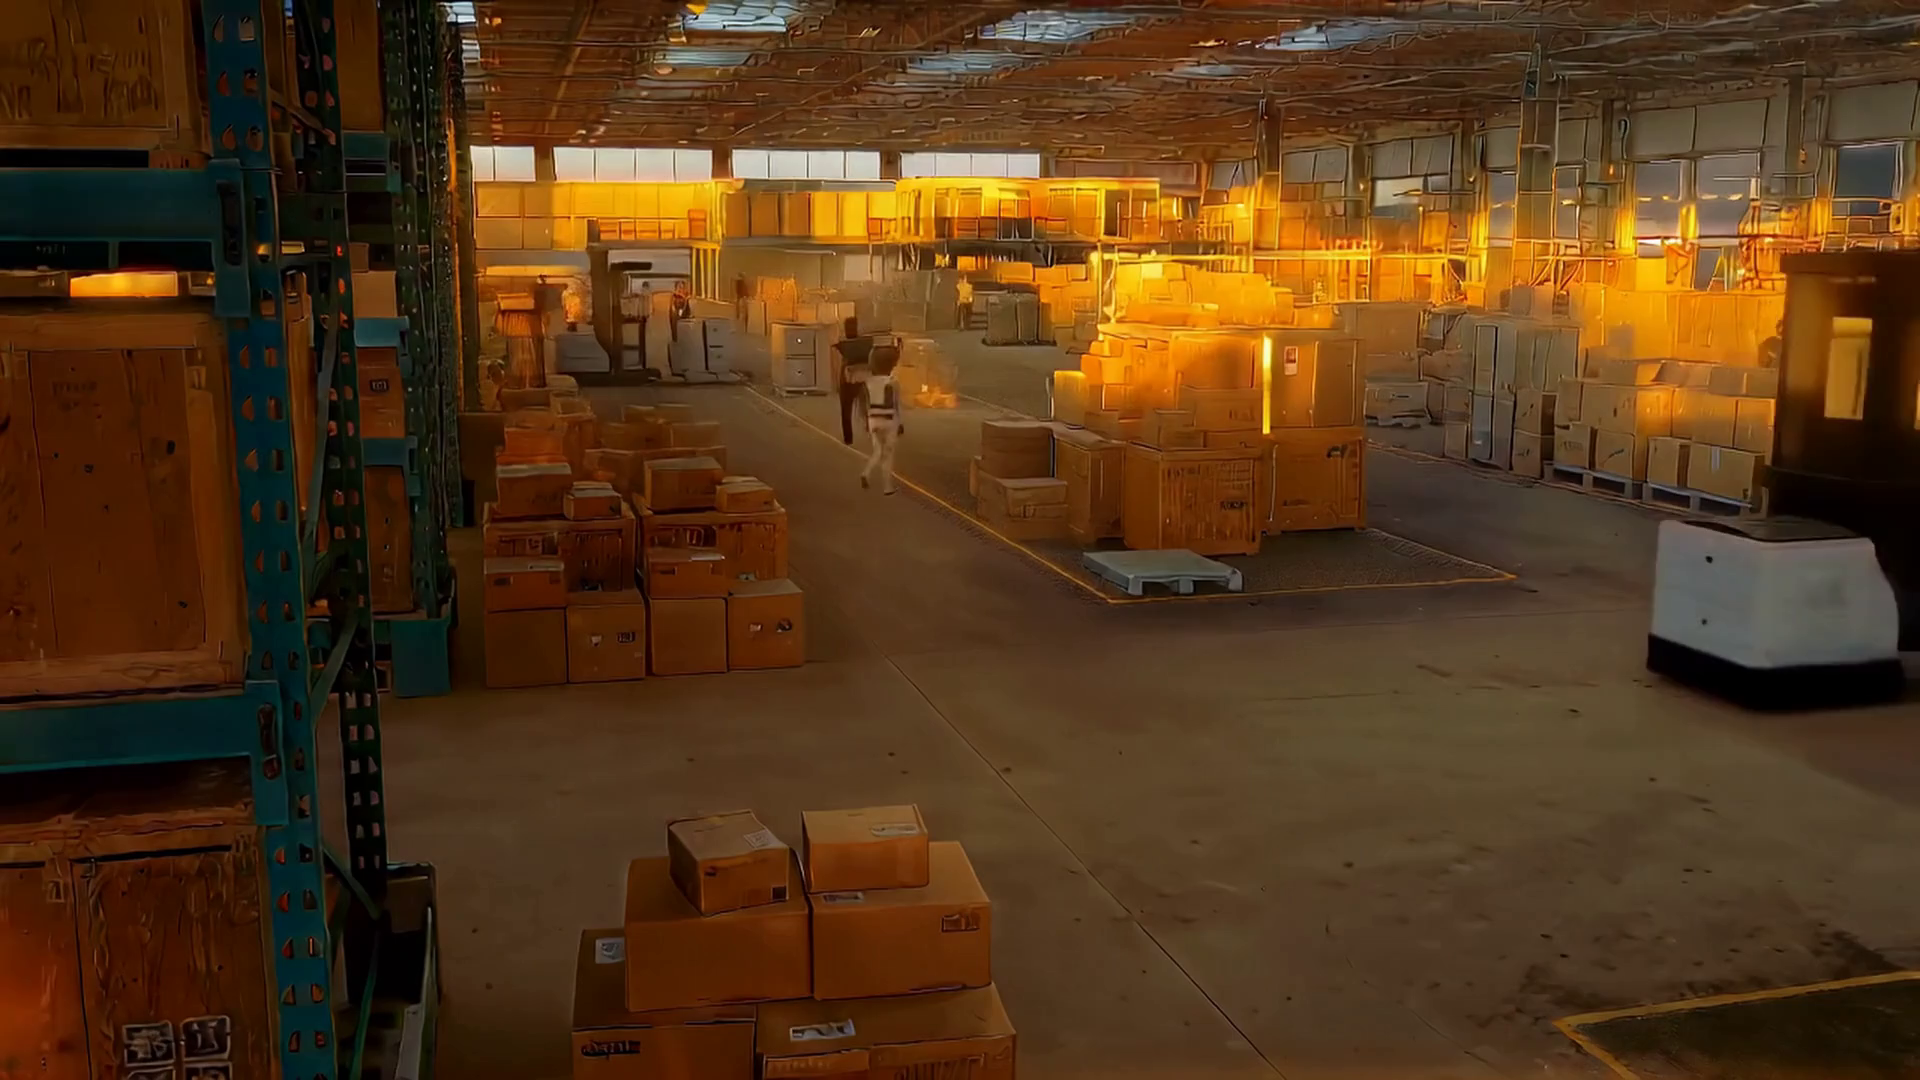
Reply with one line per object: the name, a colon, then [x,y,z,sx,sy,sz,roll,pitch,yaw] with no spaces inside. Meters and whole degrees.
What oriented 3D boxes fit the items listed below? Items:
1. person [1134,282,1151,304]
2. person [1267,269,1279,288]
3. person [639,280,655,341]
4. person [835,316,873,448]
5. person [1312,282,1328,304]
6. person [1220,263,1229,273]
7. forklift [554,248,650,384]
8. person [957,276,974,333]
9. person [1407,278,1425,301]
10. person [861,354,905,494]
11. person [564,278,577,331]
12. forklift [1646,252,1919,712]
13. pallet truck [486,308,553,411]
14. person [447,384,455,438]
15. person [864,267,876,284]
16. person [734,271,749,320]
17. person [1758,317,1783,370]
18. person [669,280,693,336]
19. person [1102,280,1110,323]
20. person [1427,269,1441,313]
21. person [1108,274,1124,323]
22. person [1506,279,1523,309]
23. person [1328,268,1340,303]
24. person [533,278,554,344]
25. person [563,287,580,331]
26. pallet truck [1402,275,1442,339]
person: [5.247,-6.491,47.902,0.557,1.825,0.932,1,10,5]
person: [12.567,-9.926,67.016,0.617,1.945,0.397,-6,12,-29]
person: [-9.489,-6.955,50.488,0.530,1.852,0.732,-7,12,-35]
person: [-1.465,-2.220,23.539,0.598,1.898,0.720,-5,11,-26]
person: [11.975,-7.733,55.343,0.534,1.692,0.321,5,11,27]
person: [14.219,-13.855,89.162,0.644,1.981,0.423,-7,12,-34]
forklift: [-7.439,-4.626,34.366,1.873,2.768,1.129,-3,10,-15]
person: [0.218,-7.828,55.369,0.715,1.884,0.378,-5,11,-25]
person: [16.639,-8.768,60.893,0.636,1.789,0.938,-7,12,-33]
person: [-0.909,-1.332,19.278,0.531,1.629,0.385,7,12,33]
person: [-11.310,-6.632,48.316,0.369,1.965,0.609,0,10,3]
forklift: [5.577,-0.432,10.617,1.873,2.768,1.129,-3,10,-15]
pallet truck: [-6.242,-2.418,24.362,0.823,1.965,1.885,1,10,3]
person: [-6.325,-1.581,20.074,0.429,1.839,0.633,7,12,35]
person: [-4.466,-12.669,82.888,0.599,1.838,0.871,-2,10,-10]
person: [-8.567,-9.580,65.195,0.548,1.891,0.948,-6,12,-30]
person: [11.116,-2.066,22.571,0.626,1.927,0.427,-1,10,-3]
person: [-6.914,-5.379,41.011,0.537,2.000,0.682,5,11,25]
person: [4.917,-7.925,56.269,0.302,1.745,0.483,4,11,21]
person: [20.651,-10.879,72.540,0.593,1.902,0.692,2,10,12]
person: [5.693,-8.853,61.195,0.637,1.855,1.059,-9,13,-41]
person: [16.226,-6.653,48.581,0.612,1.910,0.561,8,13,37]
person: [17.977,-12.118,79.842,0.917,1.799,0.655,8,13,39]
person: [-12.371,-6.820,49.468,0.625,1.944,1.031,2,10,11]
person: [-12.025,-7.087,51.710,0.537,1.674,0.694,-9,13,-42]
pallet truck: [14.620,-7.324,52.145,0.823,1.965,1.885,8,13,40]
